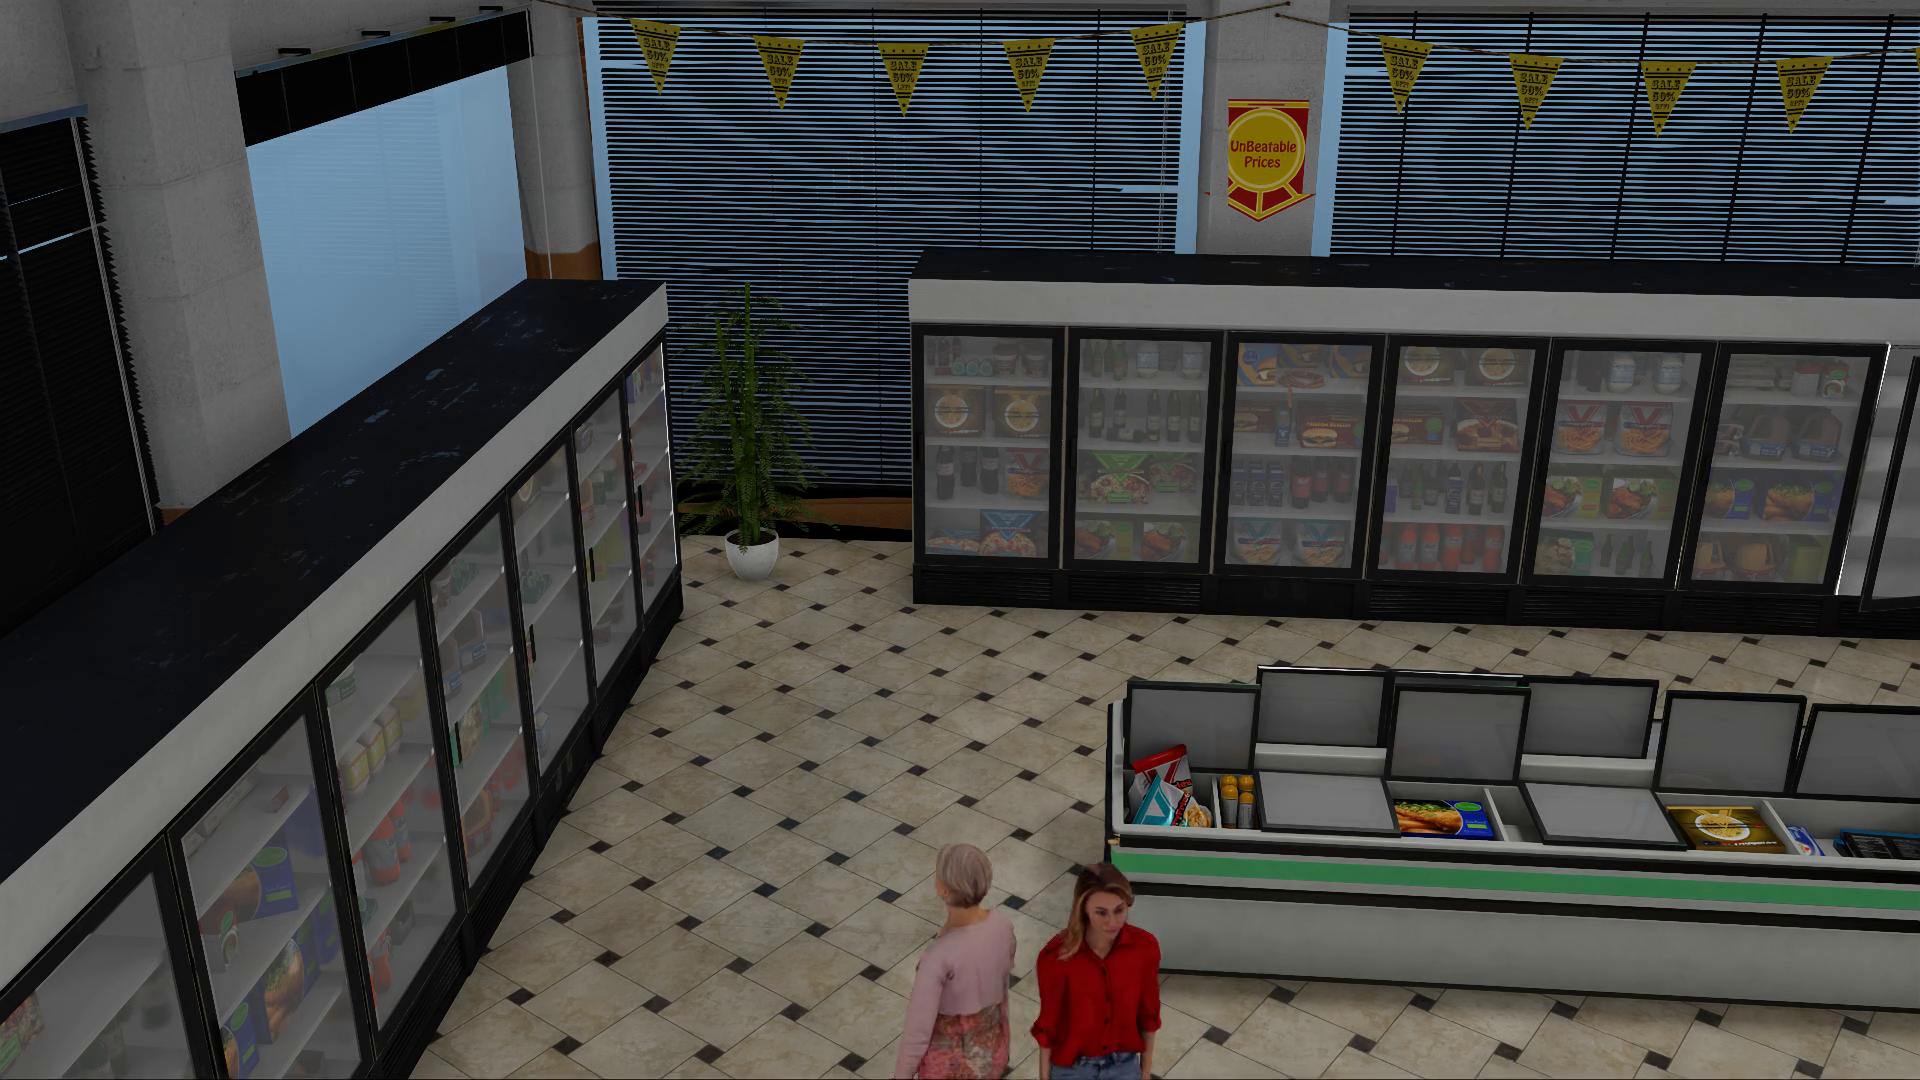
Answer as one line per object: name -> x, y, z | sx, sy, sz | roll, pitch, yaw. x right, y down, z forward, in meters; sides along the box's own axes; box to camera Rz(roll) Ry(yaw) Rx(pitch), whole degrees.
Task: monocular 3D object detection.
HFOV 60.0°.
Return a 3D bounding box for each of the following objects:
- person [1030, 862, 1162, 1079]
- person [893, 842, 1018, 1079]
person -> 0.450, 1.830, 5.862 | 0.913, 1.691, 0.841 | -5, 22, -11
person -> 0.070, 1.857, 5.825 | 1.066, 1.667, 0.917 | 16, 27, 35
